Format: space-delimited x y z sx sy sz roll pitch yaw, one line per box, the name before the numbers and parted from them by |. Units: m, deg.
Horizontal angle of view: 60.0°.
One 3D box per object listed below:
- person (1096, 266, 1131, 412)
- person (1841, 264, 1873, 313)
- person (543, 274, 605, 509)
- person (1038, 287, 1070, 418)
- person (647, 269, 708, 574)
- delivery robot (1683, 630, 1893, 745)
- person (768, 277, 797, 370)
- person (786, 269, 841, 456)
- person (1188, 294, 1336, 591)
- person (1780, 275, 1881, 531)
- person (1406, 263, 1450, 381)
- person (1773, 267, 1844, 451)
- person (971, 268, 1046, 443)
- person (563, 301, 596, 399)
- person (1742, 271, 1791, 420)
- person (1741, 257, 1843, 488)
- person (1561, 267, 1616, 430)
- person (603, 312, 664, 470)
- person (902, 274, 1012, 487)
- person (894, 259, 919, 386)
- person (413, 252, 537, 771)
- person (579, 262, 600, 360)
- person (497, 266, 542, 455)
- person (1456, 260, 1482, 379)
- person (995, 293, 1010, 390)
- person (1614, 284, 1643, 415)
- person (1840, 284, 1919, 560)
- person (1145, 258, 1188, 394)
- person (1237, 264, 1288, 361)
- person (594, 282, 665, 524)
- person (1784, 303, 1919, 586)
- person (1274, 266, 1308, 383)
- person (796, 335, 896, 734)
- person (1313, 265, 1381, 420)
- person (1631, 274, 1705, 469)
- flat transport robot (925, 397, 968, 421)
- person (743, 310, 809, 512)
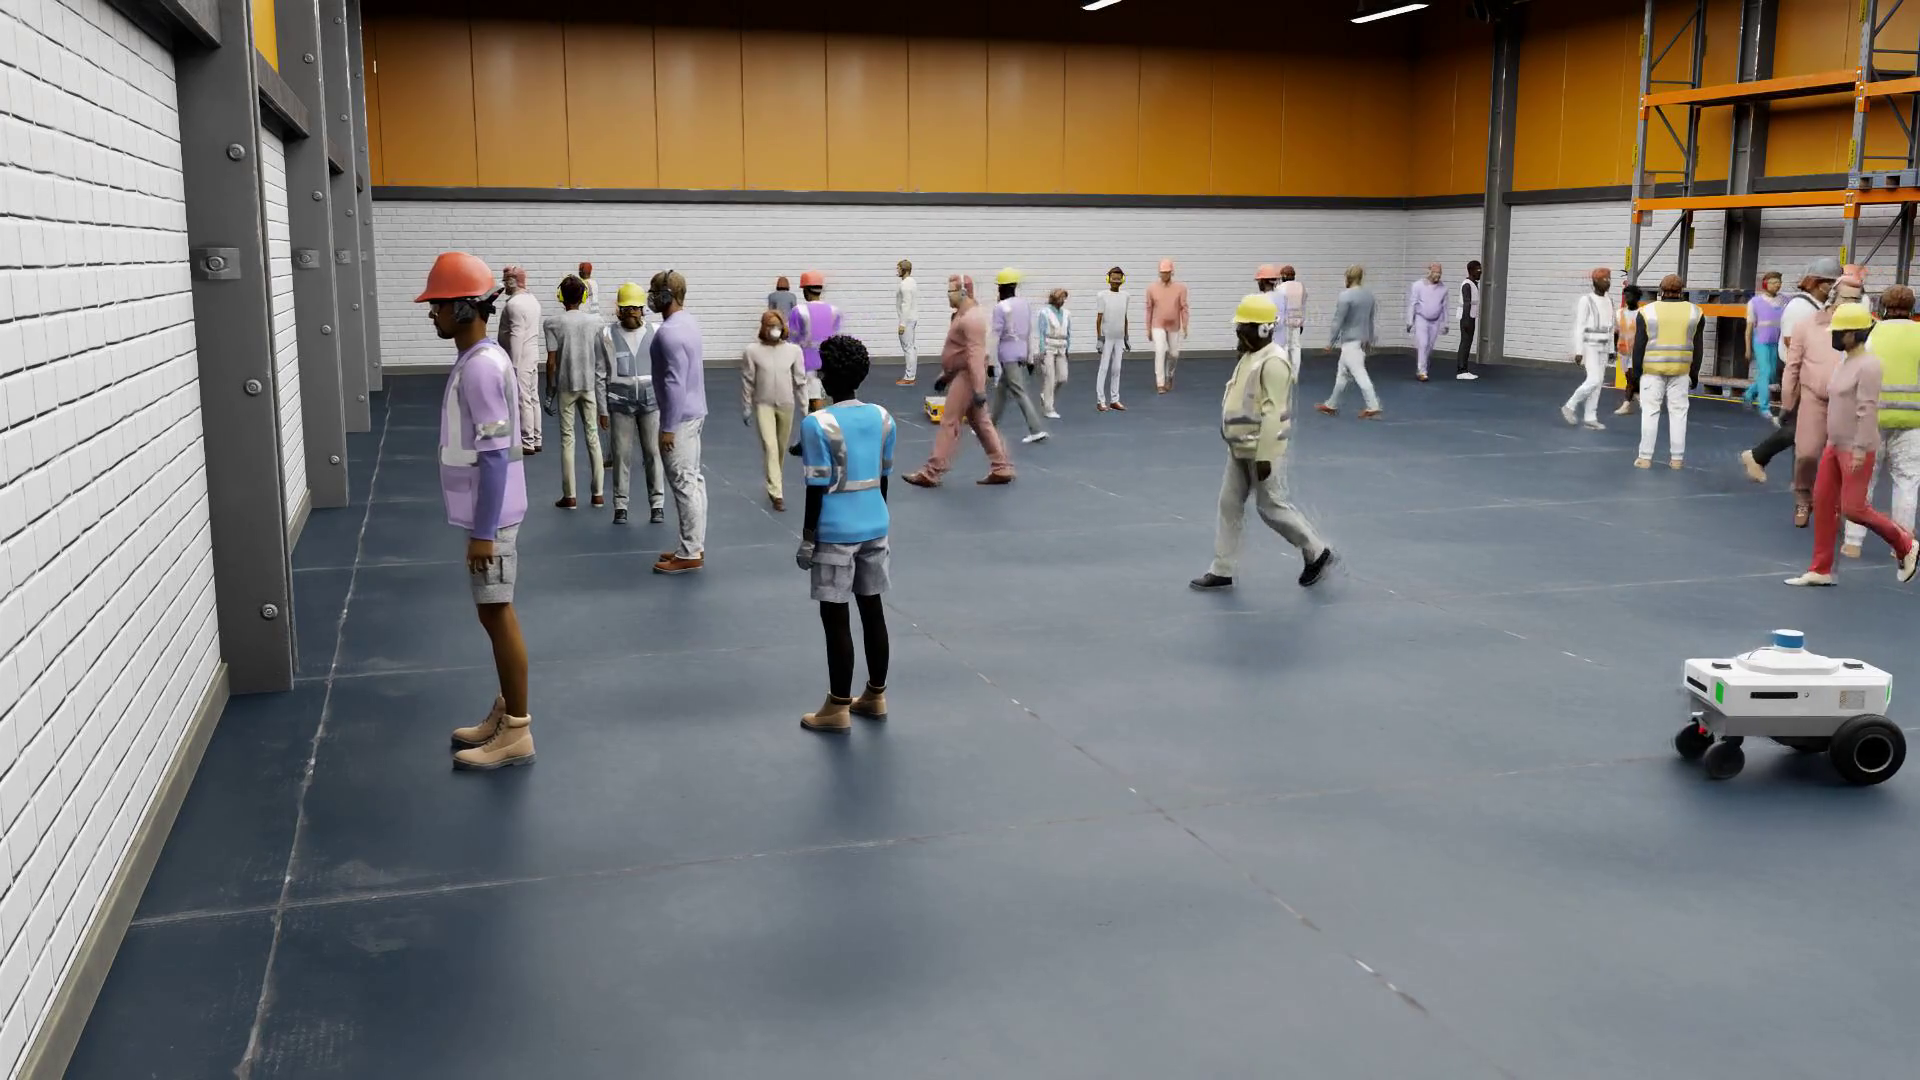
person | 1.994 -2.596 21.524 0.517 1.865 0.334 -5 11 -29
person | 9.895 -2.089 18.443 0.574 1.915 0.568 -5 11 -27
person | -3.080 -1.182 13.319 0.532 1.870 0.315 -5 11 -29
person | 1.127 -2.327 20.669 0.540 1.622 0.457 -7 12 -37
person | -1.805 -0.751 10.625 0.374 1.939 0.629 0 10 1
delivery robot | 3.248 0.597 6.552 0.707 0.478 0.477 0 10 0
person | -3.083 -3.754 28.906 0.532 1.628 0.311 0 10 -1
person | -1.427 -1.710 16.365 0.548 1.890 1.000 -8 13 -39
person | 1.843 -0.575 10.008 0.837 1.806 0.596 -2 10 -10
person | 6.394 -0.990 12.189 0.678 1.878 0.451 4 11 23
person | 7.464 -3.428 26.309 0.658 1.869 0.846 -2 10 -12
person | 8.872 -1.893 17.215 0.615 1.944 0.818 -7 12 -36
person | 0.551 -1.988 17.980 1.011 1.883 0.600 7 12 34
person | -5.330 -2.814 23.287 0.916 1.701 0.487 9 13 43
person | 9.981 -2.423 20.642 0.574 1.823 0.726 -2 10 -12
person | 7.126 -1.394 14.055 0.671 2.000 0.684 10 14 44
person | 7.338 -2.210 19.258 0.573 1.870 0.451 -7 12 -35
person | -3.114 -1.465 15.723 0.738 1.607 0.337 2 10 11
person | 0.009 -1.380 14.518 0.968 1.854 0.652 0 10 0
person | -0.831 -3.344 25.638 0.372 1.940 0.627 1 10 7
person | -1.918 -0.108 6.602 0.395 2.042 0.611 -3 10 -15
person | -6.224 -3.706 27.889 0.337 1.882 0.584 2 10 10
person | -4.475 -1.812 16.866 0.404 1.904 0.651 1 10 3
person | 8.263 -3.564 27.041 0.373 1.893 0.596 5 11 25
person | 0.679 -3.119 24.833 0.327 1.769 0.525 -1 10 -4
person | 8.591 -2.427 21.156 0.837 1.654 0.535 -8 13 -39
person | 6.180 -0.775 11.081 0.624 1.837 0.429 4 11 24
person | 3.025 -3.147 24.425 0.614 1.967 0.841 0 10 1
person | 3.529 -2.289 19.638 0.954 1.890 0.571 8 13 40
person | -2.453 -1.024 12.556 0.586 1.824 0.404 -3 10 -14
person | 5.453 -0.560 10.064 0.660 1.744 0.526 0 10 3
person | 5.140 -3.379 26.143 0.622 1.838 0.429 -4 11 -24
person | -0.490 -0.024 7.117 0.317 1.696 0.537 8 12 37
person | 4.824 -2.431 20.507 1.019 1.885 0.647 9 14 43
person | 6.678 -1.588 15.752 0.635 1.842 0.429 2 10 9
flat transport robot | -0.065 -1.620 20.479 0.652 0.197 1.431 -1 10 -5
person | -1.494 -1.065 13.447 0.511 1.593 0.839 -4 10 -20
